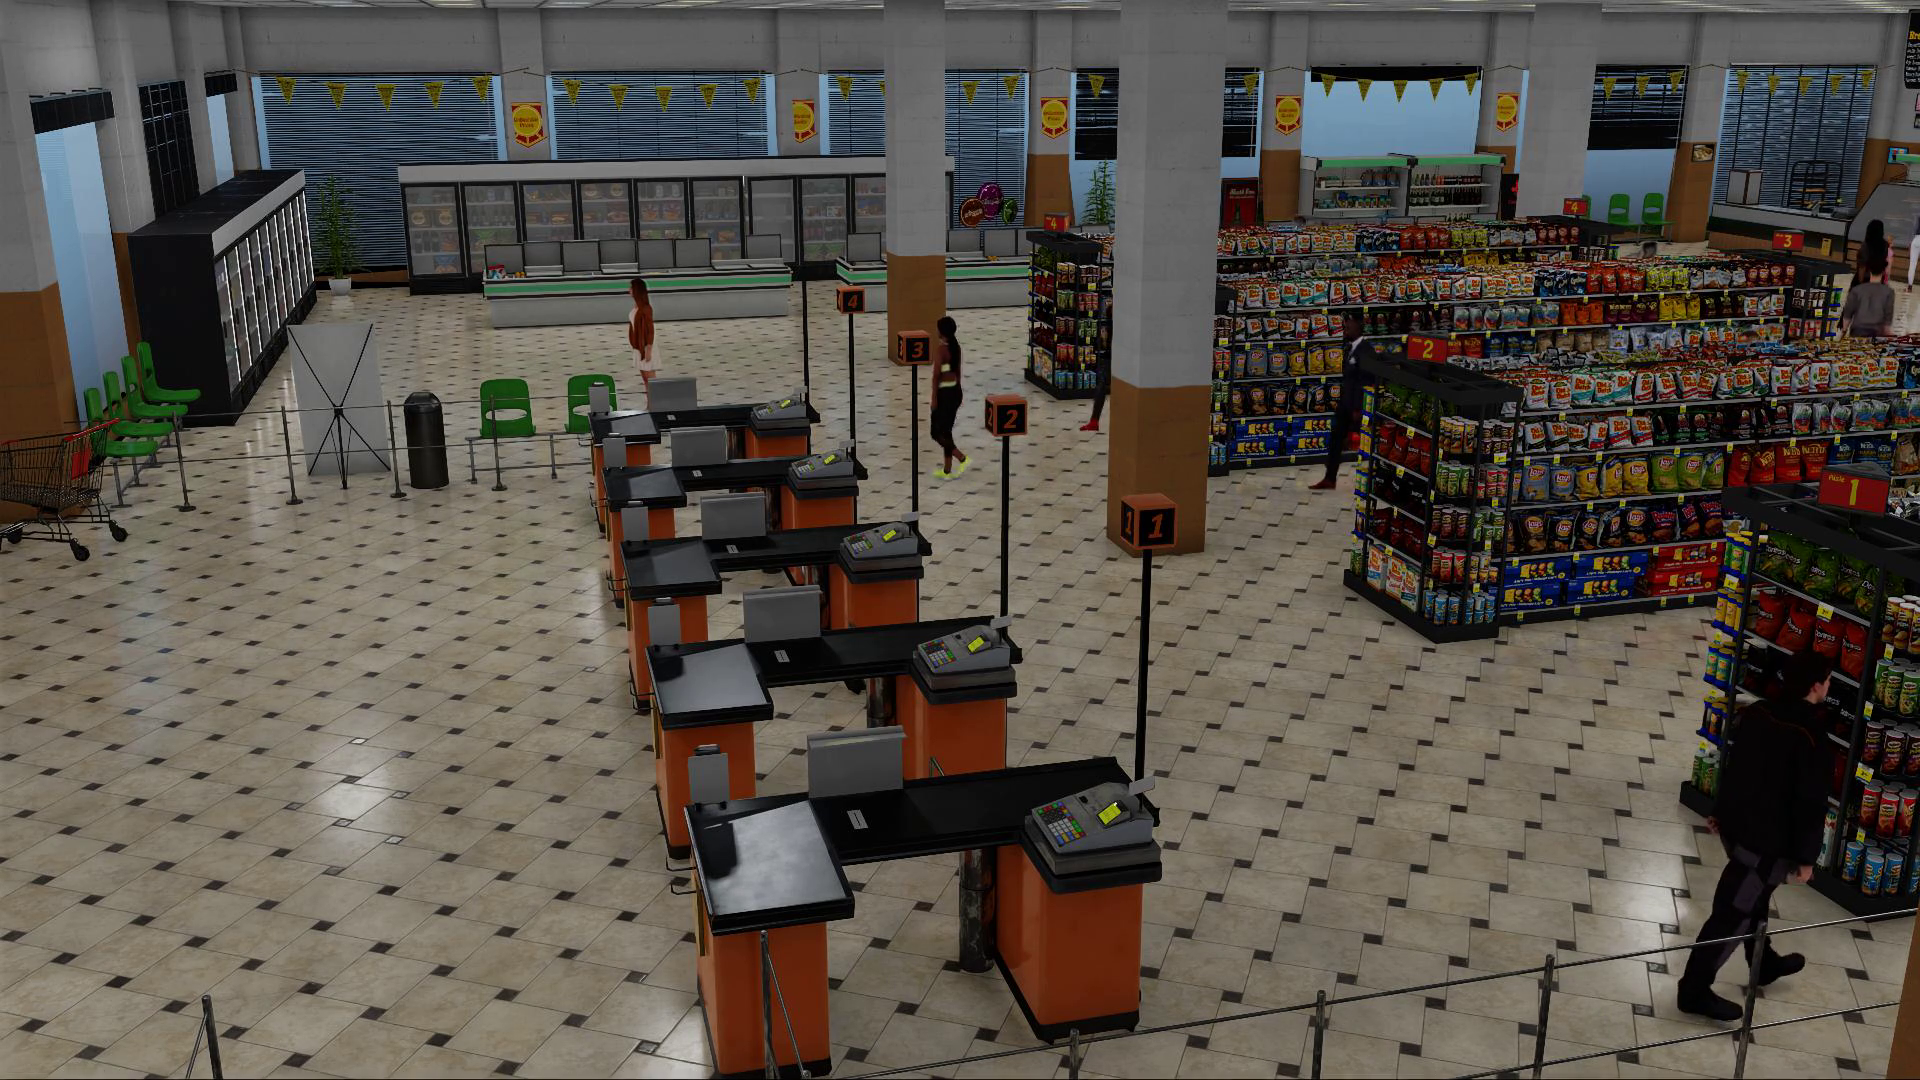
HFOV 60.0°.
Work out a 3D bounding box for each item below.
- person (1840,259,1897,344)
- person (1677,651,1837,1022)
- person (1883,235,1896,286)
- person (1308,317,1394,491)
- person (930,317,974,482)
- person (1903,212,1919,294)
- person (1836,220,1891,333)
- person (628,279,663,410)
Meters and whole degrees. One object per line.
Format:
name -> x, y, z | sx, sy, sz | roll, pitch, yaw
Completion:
person -> 11.176, -2.492, 20.538 | 1.143, 1.874, 1.207 | 9, 19, 28
person -> 3.696, 1.406, 7.844 | 1.041, 1.793, 0.807 | -2, 17, -6
person -> 15.789, -4.579, 28.454 | 0.540, 1.270, 0.522 | 0, 17, -1
person -> 4.107, -1.352, 16.934 | 1.199, 1.788, 0.739 | -3, 17, -11
person -> -0.075, -1.431, 17.281 | 0.882, 1.738, 0.864 | 14, 22, 38
person -> 17.551, -5.388, 30.340 | 0.607, 1.722, 0.727 | 4, 17, 14
person -> 13.968, -3.924, 25.413 | 1.121, 1.783, 0.768 | -3, 17, -10
person -> -3.833, -2.335, 20.290 | 0.635, 1.719, 0.671 | -9, 19, -26
